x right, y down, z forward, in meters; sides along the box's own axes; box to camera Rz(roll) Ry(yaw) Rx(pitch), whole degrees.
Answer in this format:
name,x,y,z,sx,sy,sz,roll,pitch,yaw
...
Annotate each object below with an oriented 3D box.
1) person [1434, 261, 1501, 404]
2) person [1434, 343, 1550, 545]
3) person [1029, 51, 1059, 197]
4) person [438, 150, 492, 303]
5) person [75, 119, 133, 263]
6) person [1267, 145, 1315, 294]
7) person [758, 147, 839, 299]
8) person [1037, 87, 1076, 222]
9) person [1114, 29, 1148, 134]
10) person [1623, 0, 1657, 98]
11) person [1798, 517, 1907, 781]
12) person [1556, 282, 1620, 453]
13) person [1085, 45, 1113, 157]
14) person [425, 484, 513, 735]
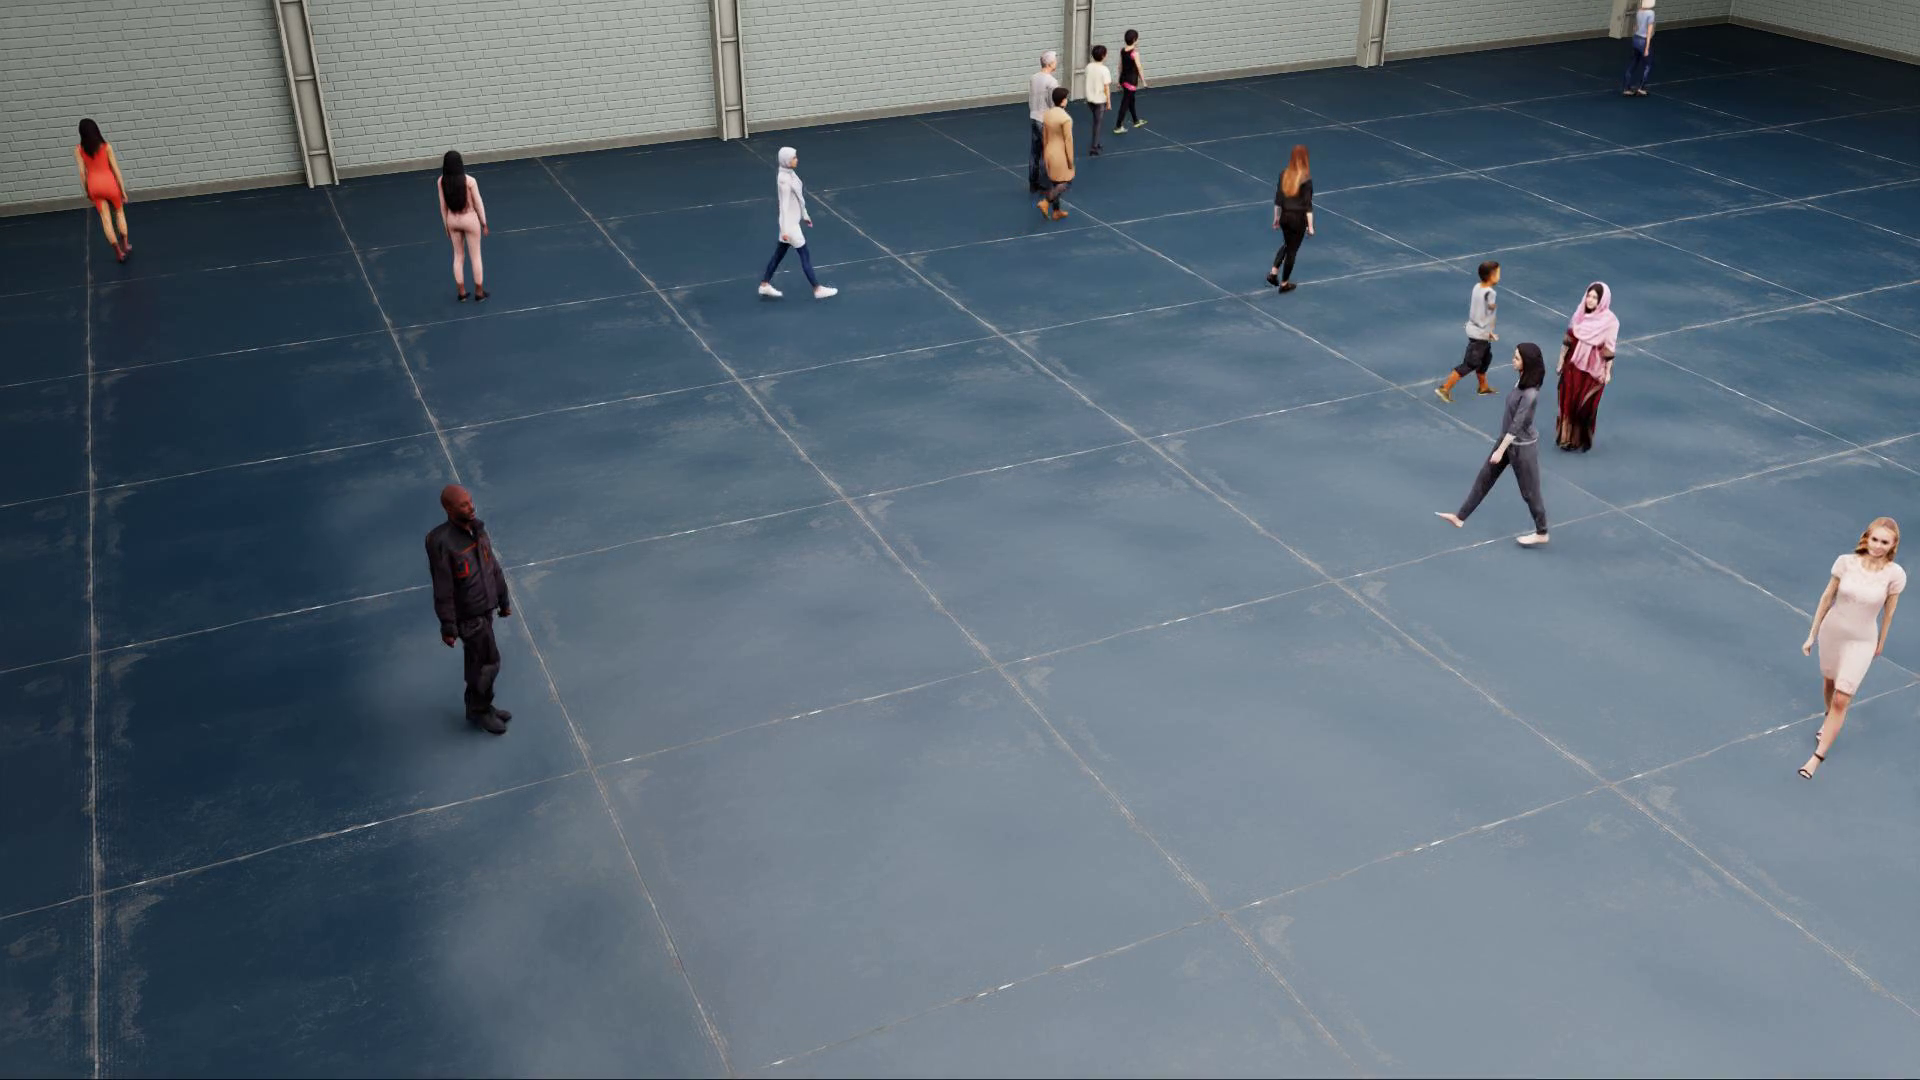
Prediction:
name,x,y,z,sx,sy,sz,roll,pitch,yaw
person,5.028,-2.058,16.253,1.034,1.429,0.675,-8,29,-15
person,4.603,-0.724,13.438,1.213,1.719,1.075,6,29,11
person,1.132,-5.625,22.440,0.662,1.909,0.767,-17,32,-28
person,-5.578,-3.521,18.690,0.666,1.720,0.774,4,28,7
person,-10.244,-4.158,19.903,0.713,1.704,0.701,-11,30,-19
person,3.715,-3.609,18.875,0.703,1.702,0.667,-20,34,-32
person,-1.992,-3.519,18.674,1.219,1.731,0.907,-1,28,-2
person,1.201,-4.909,21.302,0.936,1.715,0.793,-22,35,-35
person,2.518,-6.979,25.390,0.907,1.524,0.574,-14,31,-25
person,11.147,-8.142,27.380,0.719,1.709,0.657,-8,29,-15
person,5.779,0.642,10.809,0.876,1.781,1.191,23,36,36
person,5.739,-1.583,15.148,0.715,1.628,0.705,-20,34,-33
person,1.953,-6.379,24.207,0.695,1.578,0.681,-23,35,-36
person,-3.370,0.443,11.145,0.887,1.815,0.844,7,29,13
